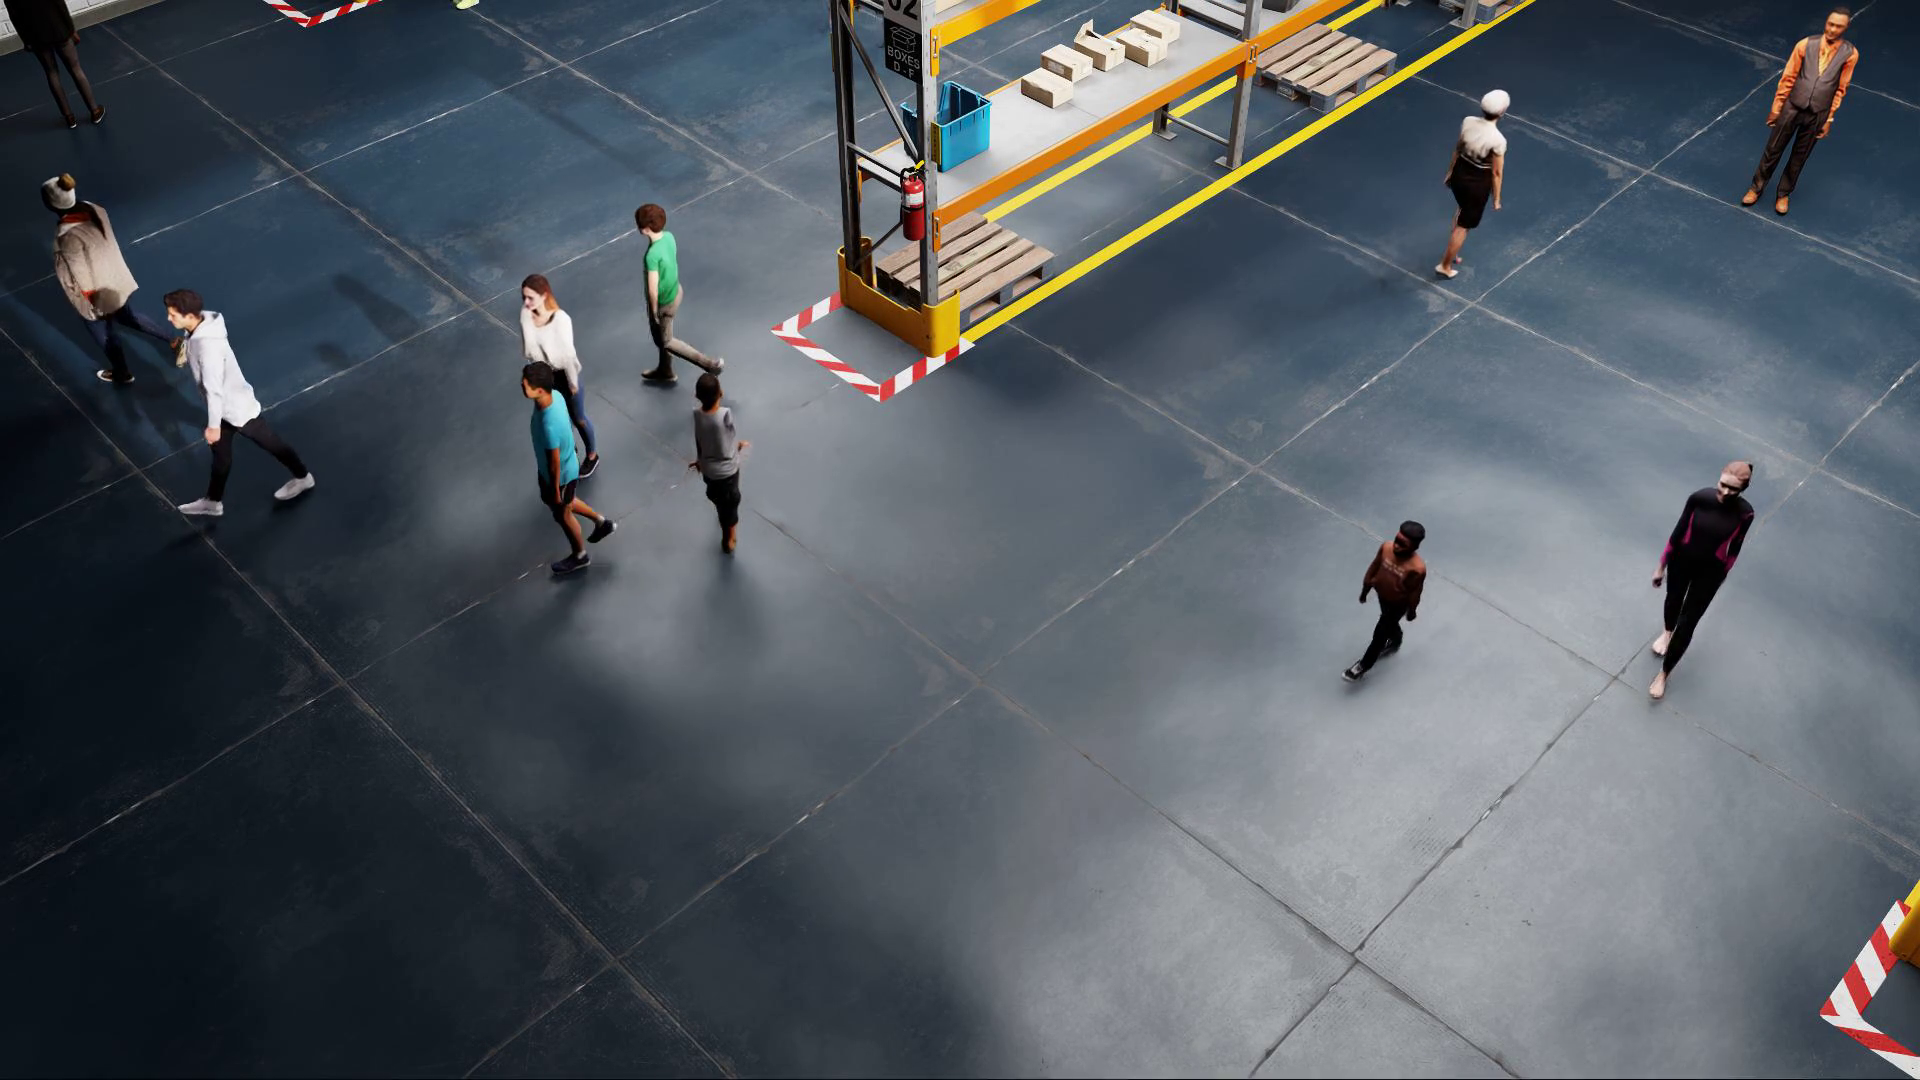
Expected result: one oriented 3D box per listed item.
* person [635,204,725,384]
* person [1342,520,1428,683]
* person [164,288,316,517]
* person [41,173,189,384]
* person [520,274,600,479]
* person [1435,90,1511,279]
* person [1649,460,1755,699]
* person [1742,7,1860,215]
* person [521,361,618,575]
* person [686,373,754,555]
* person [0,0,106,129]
[{"bbox_3d":[-2.190,-1.830,12.757,0.970,1.631,0.993,8,44,8],"label":"person"},{"bbox_3d":[2.849,0.337,10.780,0.903,1.220,0.639,-26,49,-25],"label":"person"},{"bbox_3d":[-5.017,-0.980,11.687,1.196,1.875,0.778,-29,51,-27],"label":"person"},{"bbox_3d":[-6.516,-1.983,12.743,1.107,1.871,1.072,3,44,3],"label":"person"},{"bbox_3d":[-2.924,-1.215,12.066,0.686,1.692,0.661,18,47,18],"label":"person"},{"bbox_3d":[4.168,-2.903,13.804,0.771,1.739,0.750,-21,48,-21],"label":"person"},{"bbox_3d":[4.736,0.125,10.641,0.626,1.718,0.926,29,51,27],"label":"person"},{"bbox_3d":[7.419,-3.778,14.601,0.771,1.907,0.726,20,47,19],"label":"person"},{"bbox_3d":[-2.623,-0.486,11.250,0.866,1.762,0.790,-12,45,-12],"label":"person"},{"bbox_3d":[-1.683,-0.521,11.524,0.860,1.435,0.950,5,44,5],"label":"person"},{"bbox_3d":[-8.616,-4.772,15.721,0.660,1.802,0.800,-14,45,-14],"label":"person"}]
